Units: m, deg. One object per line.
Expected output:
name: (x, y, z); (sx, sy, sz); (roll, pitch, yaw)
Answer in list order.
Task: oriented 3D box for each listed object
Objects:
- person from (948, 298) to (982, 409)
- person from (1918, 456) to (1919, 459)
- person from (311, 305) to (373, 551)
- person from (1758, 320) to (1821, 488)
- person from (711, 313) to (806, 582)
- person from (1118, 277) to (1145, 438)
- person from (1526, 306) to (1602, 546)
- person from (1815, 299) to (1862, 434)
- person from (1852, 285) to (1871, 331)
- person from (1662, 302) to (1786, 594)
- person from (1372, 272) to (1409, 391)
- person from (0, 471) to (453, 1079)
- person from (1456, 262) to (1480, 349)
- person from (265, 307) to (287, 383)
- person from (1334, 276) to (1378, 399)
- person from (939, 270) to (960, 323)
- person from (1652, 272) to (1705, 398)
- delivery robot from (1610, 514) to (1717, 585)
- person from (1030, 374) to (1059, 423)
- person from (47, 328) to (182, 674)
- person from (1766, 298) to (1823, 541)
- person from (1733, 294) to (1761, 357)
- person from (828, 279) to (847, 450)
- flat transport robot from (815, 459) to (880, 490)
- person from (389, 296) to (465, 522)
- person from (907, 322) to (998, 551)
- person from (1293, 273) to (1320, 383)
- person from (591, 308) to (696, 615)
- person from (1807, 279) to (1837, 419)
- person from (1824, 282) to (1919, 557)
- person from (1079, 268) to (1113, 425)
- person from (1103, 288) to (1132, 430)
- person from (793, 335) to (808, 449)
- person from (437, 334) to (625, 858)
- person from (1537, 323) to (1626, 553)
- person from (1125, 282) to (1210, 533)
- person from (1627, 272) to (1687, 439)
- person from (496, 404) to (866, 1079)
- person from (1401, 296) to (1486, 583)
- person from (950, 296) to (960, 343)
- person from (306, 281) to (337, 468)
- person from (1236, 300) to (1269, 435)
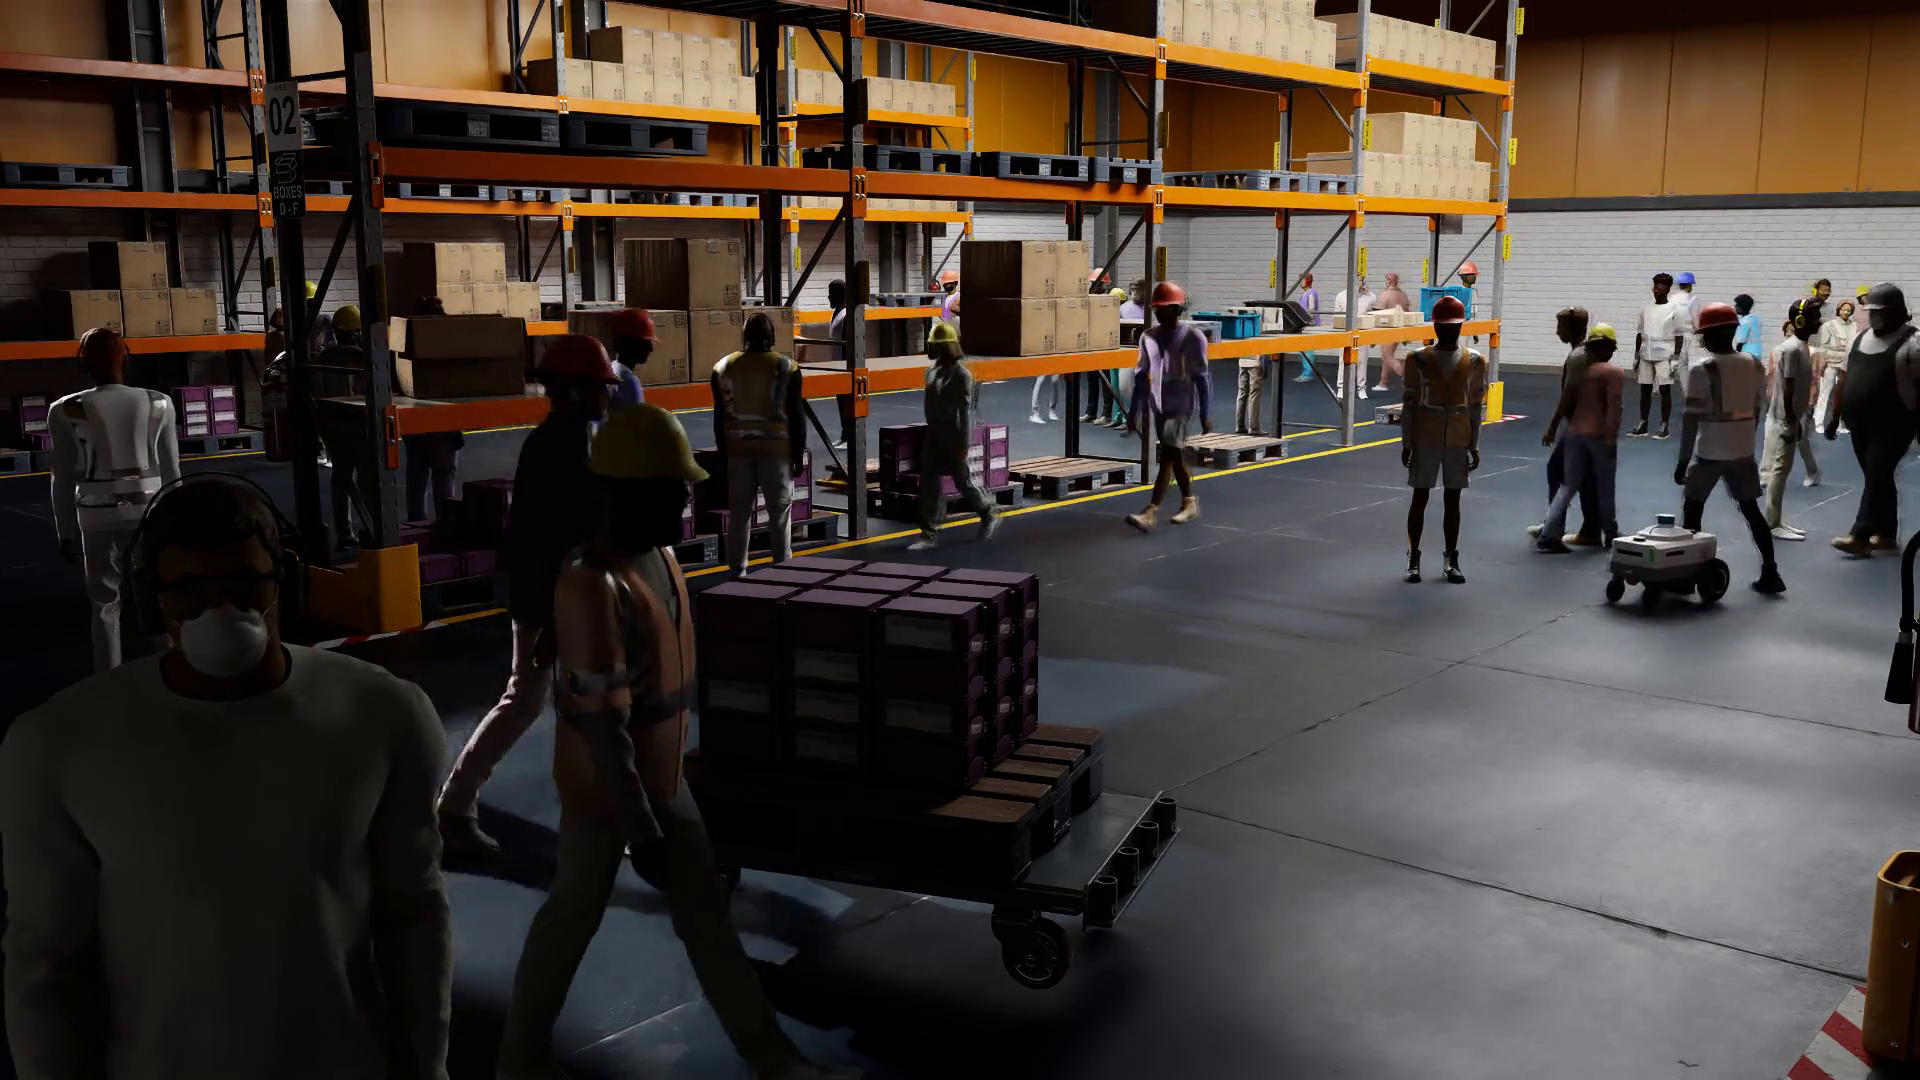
person: (0.131, -2.668, 22.548); (0.612, 1.960, 0.824); (-1, 10, -3)
person: (10.552, -1.783, 17.647); (0.650, 1.905, 0.402); (6, 11, 29)
person: (-4.487, -0.818, 12.350); (0.588, 1.835, 0.403); (4, 11, 20)
person: (7.835, -1.287, 15.663); (0.748, 1.612, 0.530); (-6, 12, -31)
person: (-1.316, -0.575, 10.995); (0.621, 1.835, 0.430); (2, 10, 9)
person: (2.110, -2.142, 19.665); (0.642, 1.919, 0.625); (5, 11, 28)
person: (4.612, -0.861, 12.657); (0.699, 1.809, 0.514); (4, 11, 22)
person: (10.698, -2.106, 20.246); (0.523, 1.637, 0.312); (-1, 10, -7)
person: (13.172, -2.815, 24.033); (0.576, 1.723, 0.572); (-6, 11, -30)
person: (4.977, -0.582, 10.827); (0.686, 1.916, 0.486); (-2, 10, -12)
person: (6.794, -3.236, 25.989); (0.641, 1.880, 0.771); (-9, 13, -41)
person: (-1.069, 0.856, 2.523); (0.627, 1.940, 0.375); (-5, 11, -28)
person: (7.582, -3.137, 24.952); (0.608, 2.048, 0.365); (-9, 13, -41)
person: (-7.268, -1.687, 17.907); (0.491, 1.626, 0.282); (6, 12, 31)
person: (5.913, -3.057, 24.899); (0.649, 1.907, 0.409); (1, 10, 7)
person: (-0.128, -3.025, 24.630); (0.376, 1.933, 0.551); (-8, 12, -37)
person: (10.793, -3.064, 24.987); (1.000, 1.911, 0.599); (-3, 10, -16)
delivery robot: (4.496, 0.078, 10.627); (0.707, 0.478, 0.477); (-6, 12, -31)
person: (1.146, -2.446, 21.715); (0.634, 1.847, 0.628); (-5, 11, -27)
person: (-4.059, -0.083, 8.051); (0.579, 1.878, 0.345); (-8, 13, -38)
person: (6.483, -0.939, 12.936); (0.333, 1.872, 0.515); (6, 12, 31)
person: (10.243, -2.363, 21.637); (0.321, 1.670, 0.661); (9, 14, 42)
person: (-1.293, -1.959, 18.655); (0.392, 1.911, 0.581); (-3, 10, -15)
flat transport robot: (-0.647, -0.646, 15.820); (0.652, 0.197, 1.431); (8, 13, 39)
person: (-3.914, -0.853, 12.357); (0.642, 1.905, 0.399); (5, 11, 28)
person: (-0.049, -0.793, 12.552); (0.490, 1.719, 0.794); (10, 14, 44)
person: (5.850, -3.562, 27.952); (0.373, 1.840, 0.570); (0, 10, 1)
person: (-1.864, -0.402, 9.775); (0.830, 1.900, 0.582); (-4, 11, -22)
person: (11.316, -2.500, 21.910); (0.564, 1.842, 0.790); (-1, 10, -5)
person: (6.700, -0.907, 12.271); (0.937, 2.000, 0.696); (-3, 10, -17)
person: (1.771, -2.475, 21.320); (0.375, 1.997, 0.611); (-8, 13, -37)
person: (1.972, -2.248, 20.721); (0.342, 1.760, 0.527); (-4, 11, -23)
person: (-1.794, -1.561, 17.083); (0.526, 1.661, 0.864); (-3, 10, -15)
person: (-1.557, 0.221, 6.137); (0.929, 1.955, 0.613); (-5, 11, -27)
person: (4.700, -0.755, 12.379); (0.891, 1.699, 0.563); (-6, 12, -30)
person: (1.646, -1.063, 13.319); (1.064, 1.980, 0.633); (-10, 14, -44)
person: (8.262, -2.175, 19.715); (0.367, 1.962, 0.606); (-7, 12, -35)
person: (-0.786, 0.595, 4.209); (1.013, 1.867, 0.600); (2, 10, 14)
person: (3.251, -0.671, 11.222); (0.545, 1.938, 0.354); (1, 10, 5)
person: (-0.007, -2.383, 21.832); (0.266, 1.631, 0.507); (-2, 10, -13)
person: (-6.628, -1.694, 17.114); (0.588, 1.919, 0.401); (4, 11, 21)
person: (3.549, -2.085, 20.144); (0.311, 1.634, 0.519); (-6, 12, -31)
